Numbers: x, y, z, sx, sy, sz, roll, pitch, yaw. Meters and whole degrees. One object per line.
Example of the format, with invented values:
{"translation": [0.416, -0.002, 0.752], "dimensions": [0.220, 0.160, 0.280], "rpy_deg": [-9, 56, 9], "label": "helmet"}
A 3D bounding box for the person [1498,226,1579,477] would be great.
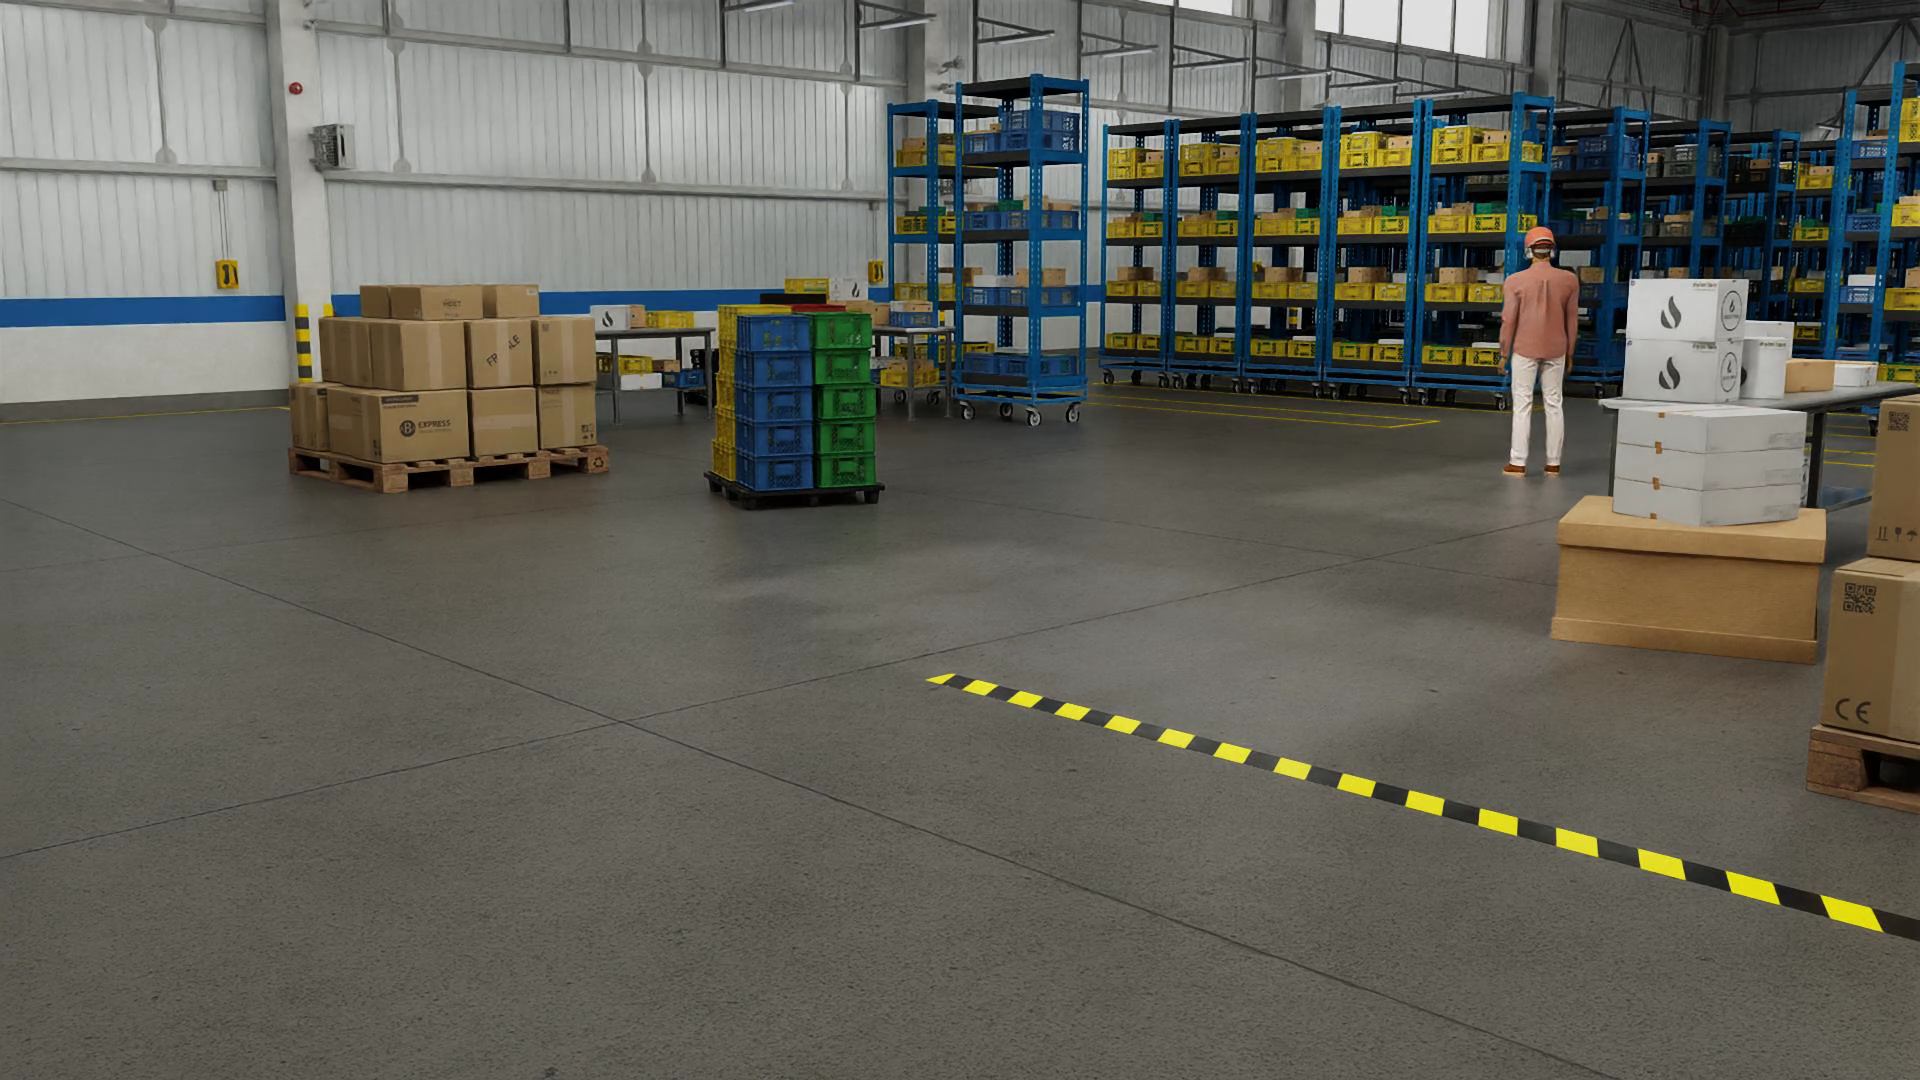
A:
{"translation": [4.586, -1.485, 13.220], "dimensions": [0.608, 1.987, 0.393], "rpy_deg": [0, 9, 2], "label": "person"}
